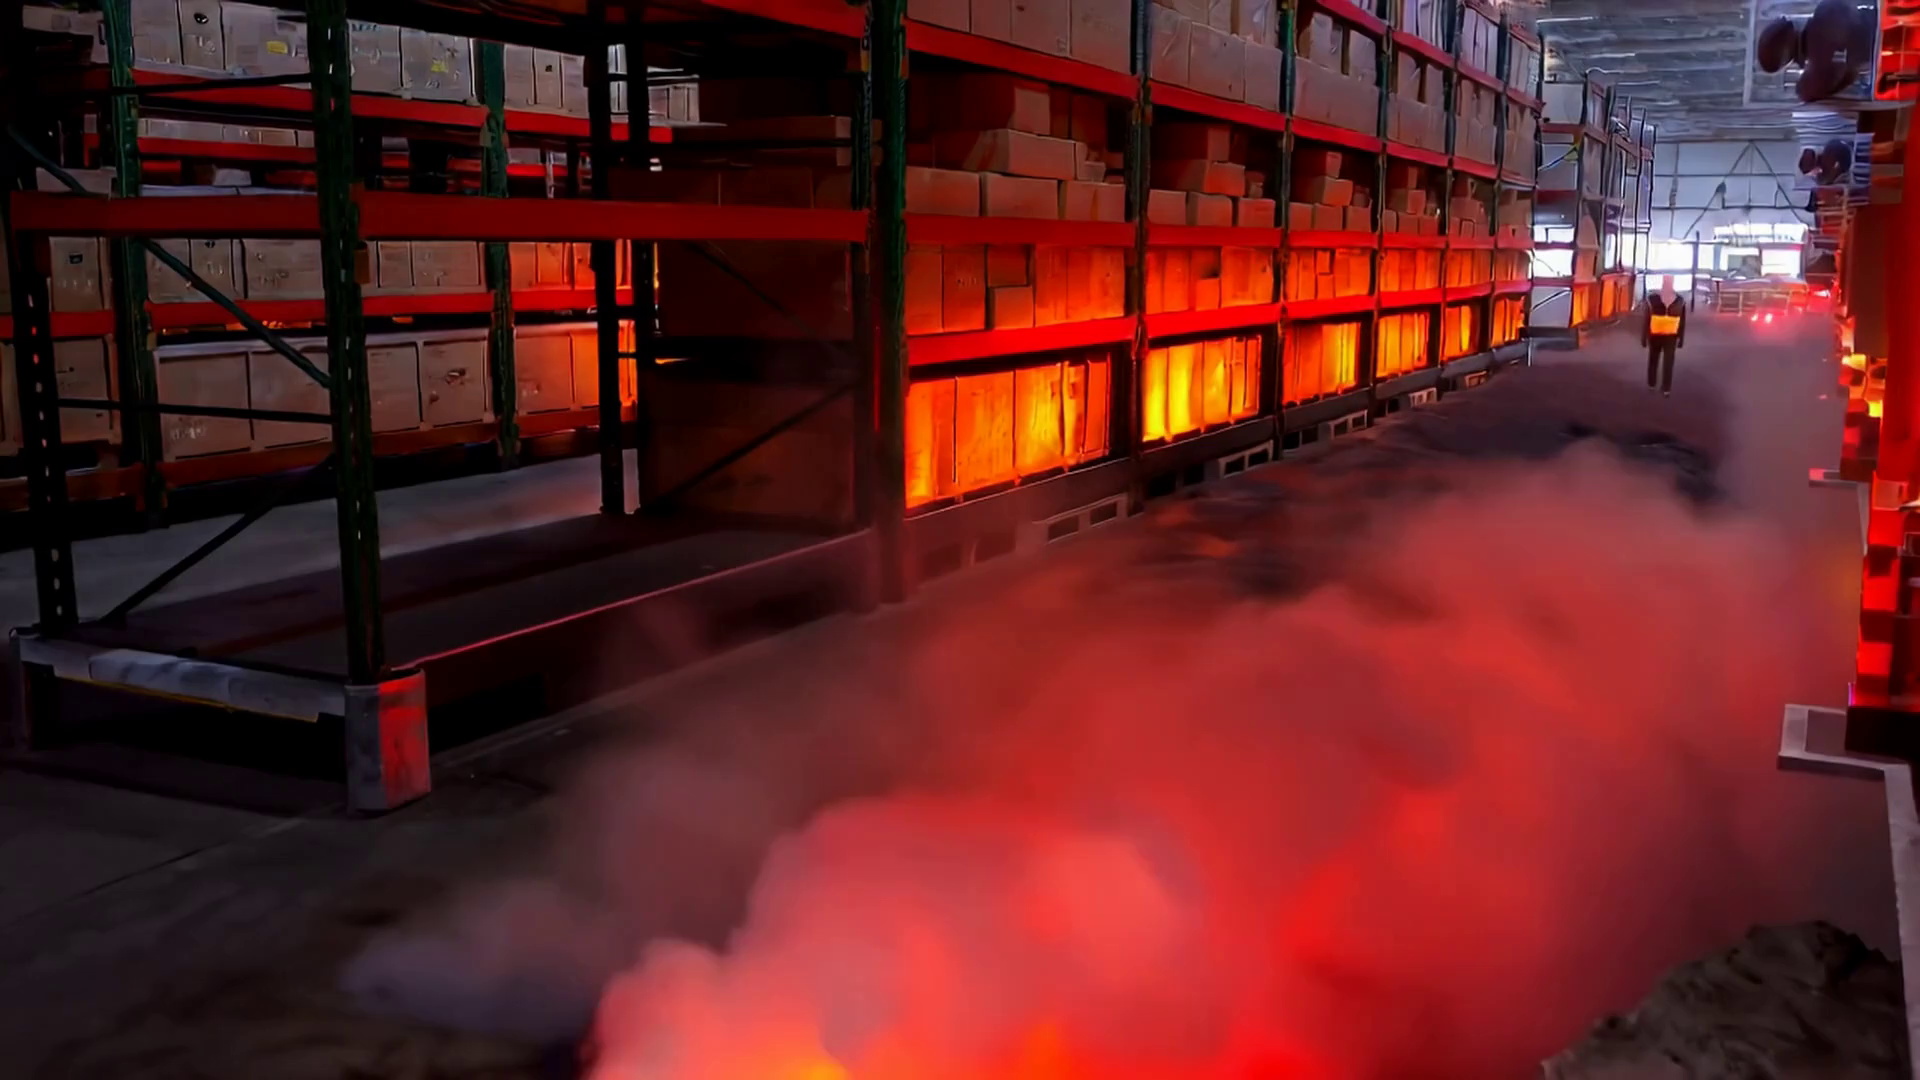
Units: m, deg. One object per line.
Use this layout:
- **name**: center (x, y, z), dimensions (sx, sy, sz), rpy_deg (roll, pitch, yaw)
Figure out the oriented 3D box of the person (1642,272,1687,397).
- **person**: center (10.774, -3.154, 25.493), dimensions (0.599, 1.893, 0.859), rpy_deg (3, 10, 15)
